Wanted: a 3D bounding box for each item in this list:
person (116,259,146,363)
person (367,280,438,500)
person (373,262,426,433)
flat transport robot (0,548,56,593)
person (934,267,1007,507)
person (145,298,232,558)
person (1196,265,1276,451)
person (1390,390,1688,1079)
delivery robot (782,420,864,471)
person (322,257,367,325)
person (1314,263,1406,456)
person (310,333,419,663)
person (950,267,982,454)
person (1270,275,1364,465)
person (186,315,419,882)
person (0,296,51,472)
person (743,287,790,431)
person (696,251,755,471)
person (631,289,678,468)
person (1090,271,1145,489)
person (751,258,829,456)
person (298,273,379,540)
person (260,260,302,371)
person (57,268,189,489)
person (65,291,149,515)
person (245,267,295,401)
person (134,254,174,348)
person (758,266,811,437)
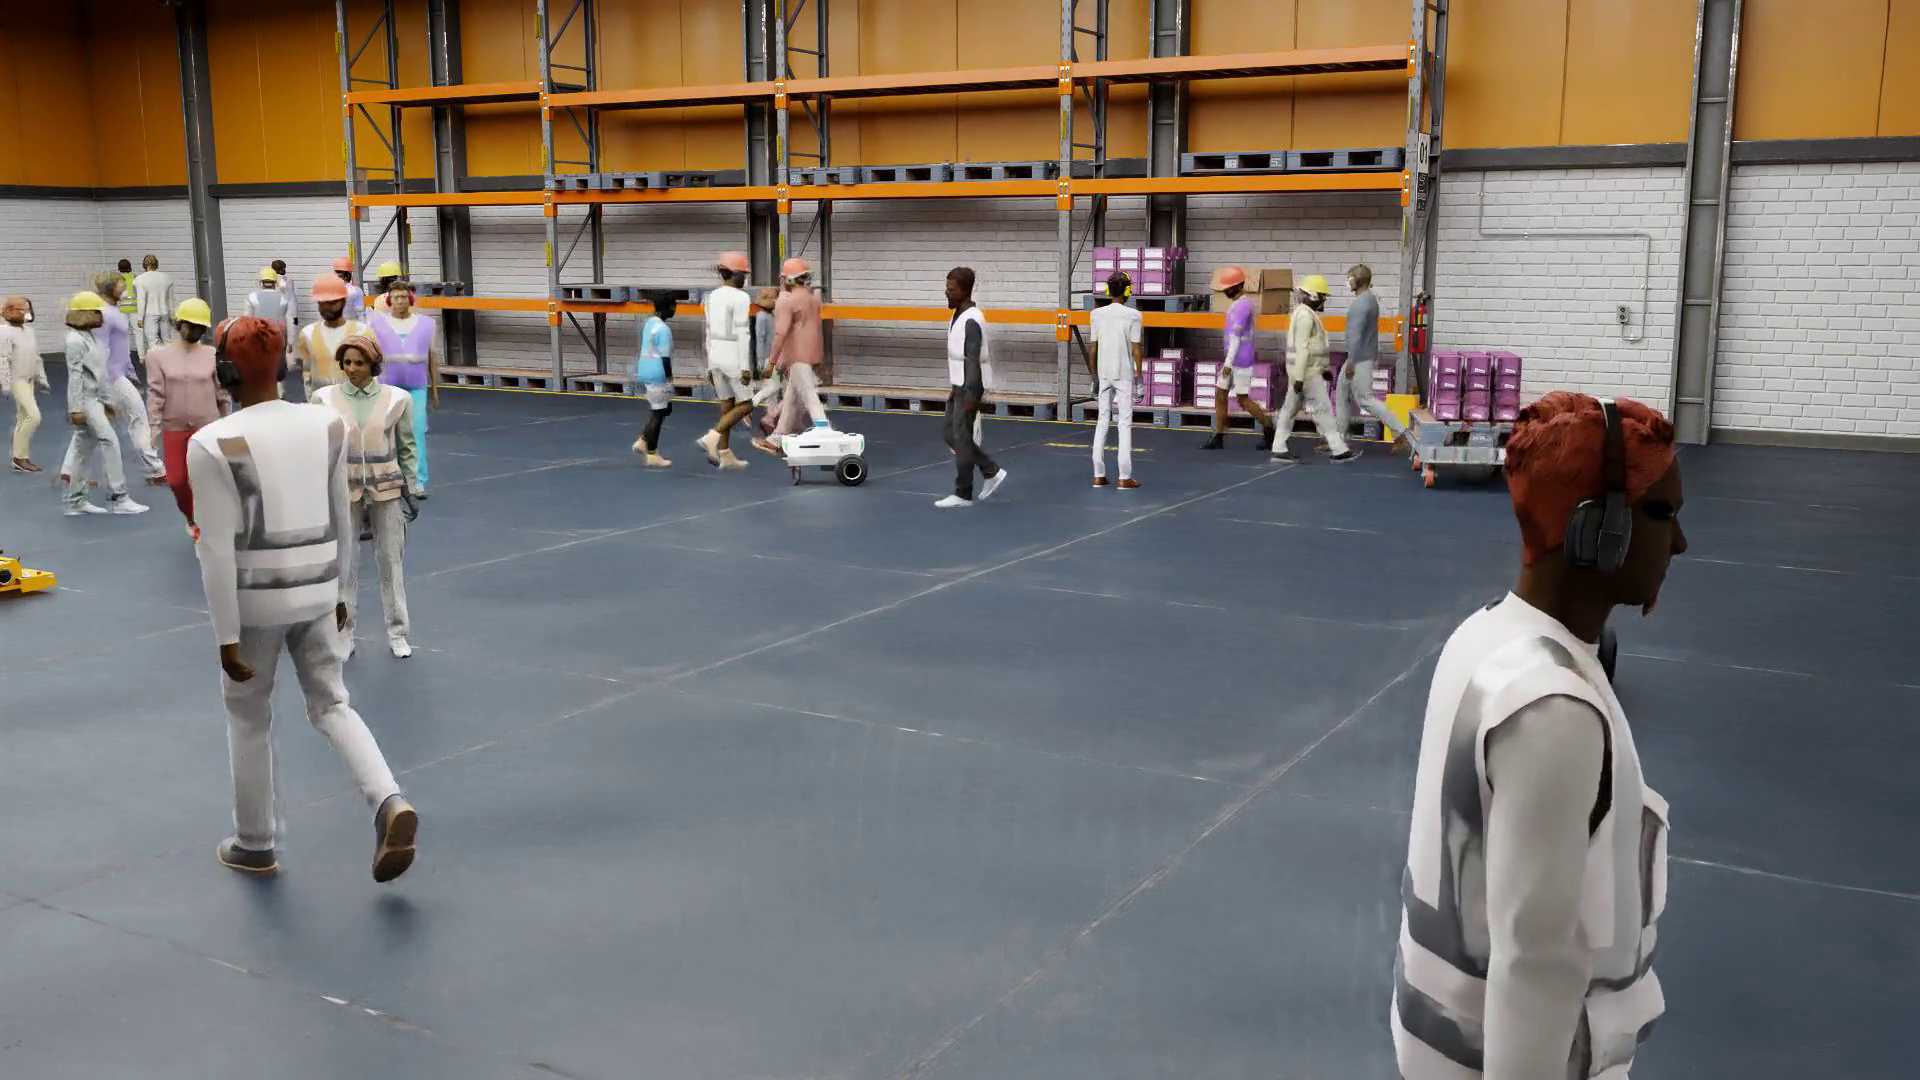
[{"bbox_3d":[-14.697,-4.038,29.418,0.626,1.846,0.429,-3,10,-16],"label":"person"},{"bbox_3d":[-4.634,-1.262,13.856,0.579,1.796,0.989,-4,11,-20],"label":"person"},{"bbox_3d":[-6.350,-2.123,18.444,0.945,1.880,0.617,3,11,18],"label":"person"},{"bbox_3d":[-6.062,0.262,9.518,0.652,0.197,1.431,6,12,29],"label":"flat transport robot"},{"bbox_3d":[0.070,-1.199,13.167,0.494,1.904,0.619,-2,10,-9],"label":"person"},{"bbox_3d":[-5.180,-0.767,11.219,0.527,1.726,0.674,-4,11,-21],"label":"person"},{"bbox_3d":[2.871,-1.820,16.760,0.807,1.889,0.544,-1,10,-7],"label":"person"},{"bbox_3d":[0.845,0.736,2.278,0.498,1.875,0.616,2,10,10],"label":"person"},{"bbox_3d":[-1.197,-0.805,14.492,0.707,0.478,0.477,-1,10,-8],"label":"delivery robot"},{"bbox_3d":[-7.571,-2.518,20.545,0.553,1.935,0.361,1,10,6],"label":"person"},{"bbox_3d":[4.030,-1.774,16.437,0.914,1.910,0.636,3,10,17],"label":"person"},{"bbox_3d":[-2.969,-0.206,8.312,0.512,1.634,0.312,-3,11,-19],"label":"person"},{"bbox_3d":[0.065,-1.777,16.557,0.311,1.864,0.533,-1,10,-5],"label":"person"},{"bbox_3d":[3.398,-1.607,15.799,0.909,1.778,0.582,0,10,1],"label":"person"},{"bbox_3d":[-2.132,0.214,5.311,0.804,1.862,0.577,7,12,36],"label":"person"},{"bbox_3d":[-8.538,-1.417,15.192,0.414,1.616,0.514,-1,10,-5],"label":"person"},{"bbox_3d":[-2.171,-2.012,18.569,0.453,1.619,0.508,2,10,12],"label":"person"},{"bbox_3d":[-2.139,-1.619,15.201,0.631,2.027,0.653,-9,13,-42],"label":"person"},{"bbox_3d":[-2.811,-1.506,15.545,0.387,1.671,0.562,-4,11,-23],"label":"person"},{"bbox_3d":[1.350,-1.363,14.230,0.510,1.860,0.315,6,12,31],"label":"person"},{"bbox_3d":[-1.624,-1.740,16.108,1.004,1.938,0.629,4,11,19],"label":"person"},{"bbox_3d":[-4.256,-0.877,11.410,0.550,1.882,0.988,-1,10,-3],"label":"person"},{"bbox_3d":[-11.320,-3.744,27.758,0.636,1.842,0.429,2,10,13],"label":"person"},{"bbox_3d":[-7.247,-1.363,14.192,1.037,1.892,0.621,-5,11,-26],"label":"person"},{"bbox_3d":[-6.580,-1.036,12.780,0.736,1.716,0.503,-3,10,-15],"label":"person"},{"bbox_3d":[-8.931,-2.626,21.548,0.587,1.805,0.853,-5,11,-25],"label":"person"},{"bbox_3d":[-12.633,-3.504,26.126,0.353,1.937,0.635,6,11,29],"label":"person"},{"bbox_3d":[-1.735,-1.879,17.073,0.502,1.887,0.671,1,10,5],"label":"person"}]
